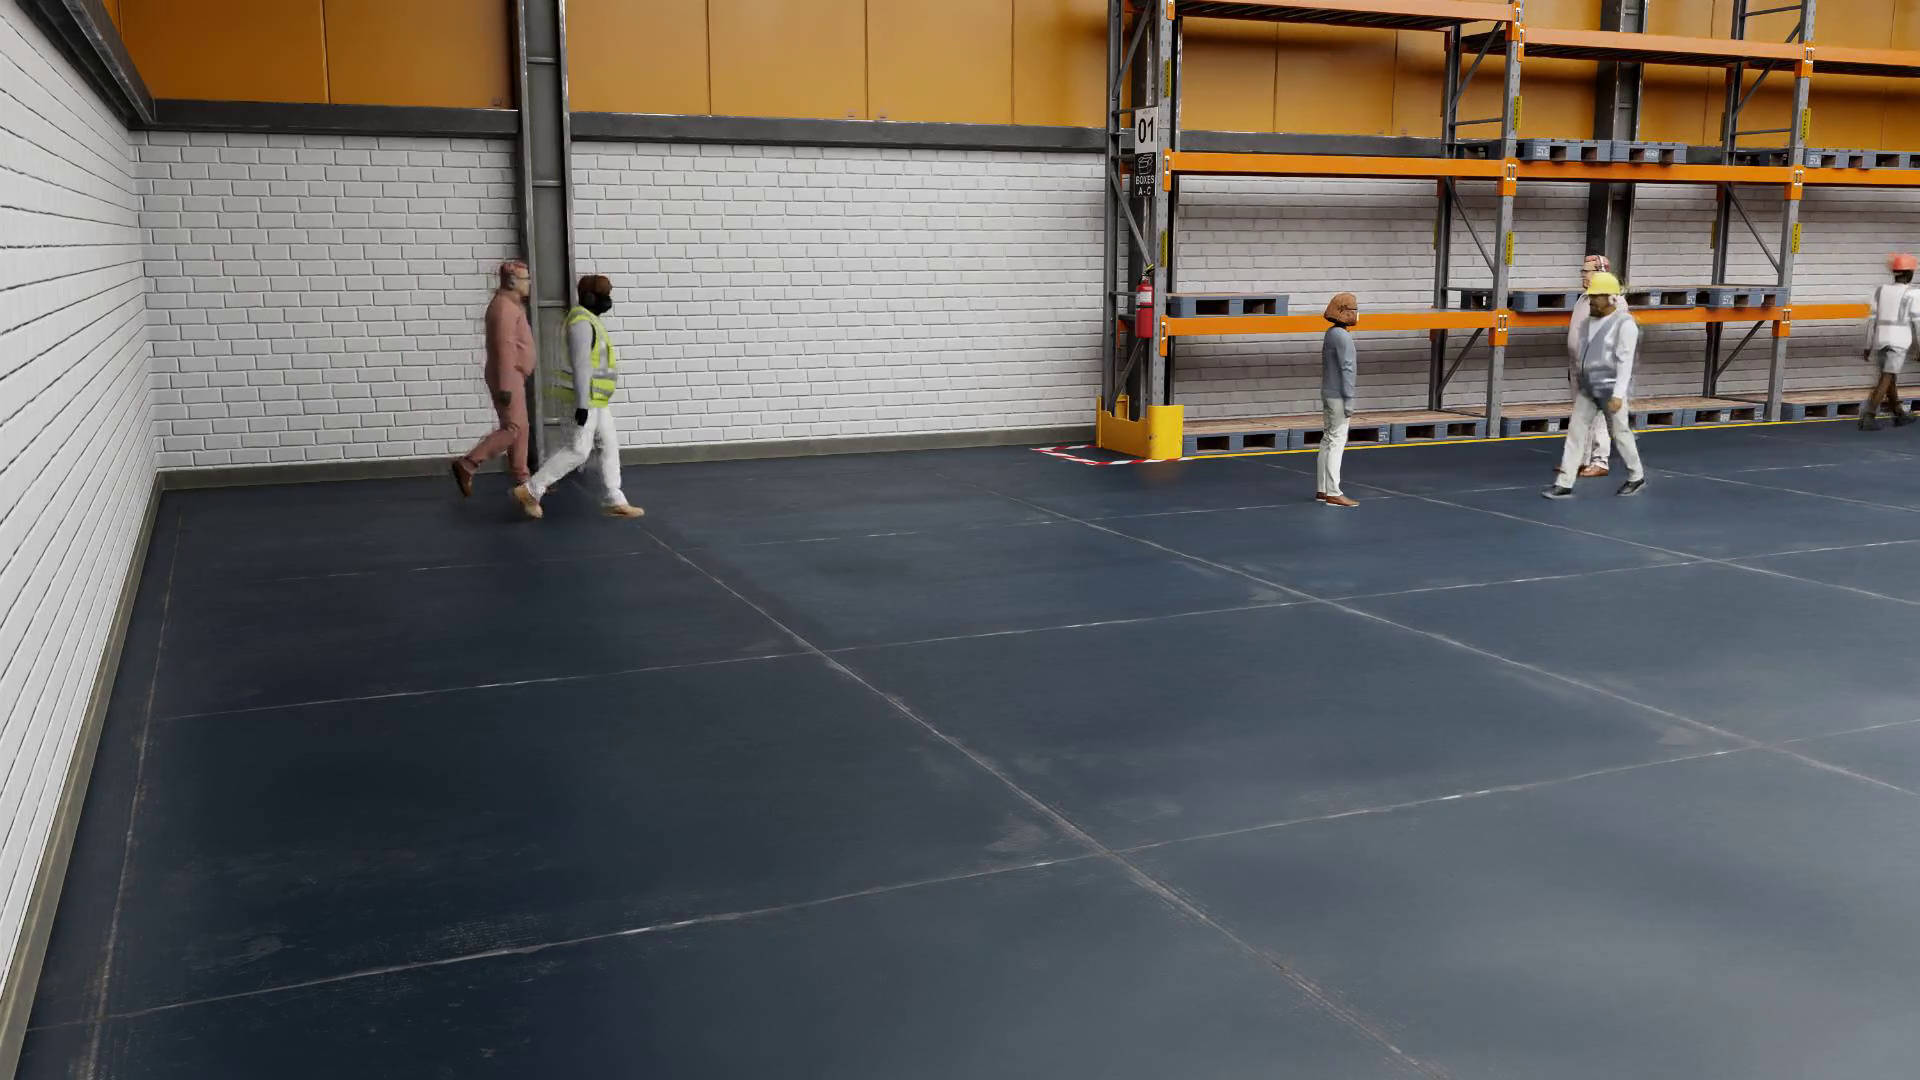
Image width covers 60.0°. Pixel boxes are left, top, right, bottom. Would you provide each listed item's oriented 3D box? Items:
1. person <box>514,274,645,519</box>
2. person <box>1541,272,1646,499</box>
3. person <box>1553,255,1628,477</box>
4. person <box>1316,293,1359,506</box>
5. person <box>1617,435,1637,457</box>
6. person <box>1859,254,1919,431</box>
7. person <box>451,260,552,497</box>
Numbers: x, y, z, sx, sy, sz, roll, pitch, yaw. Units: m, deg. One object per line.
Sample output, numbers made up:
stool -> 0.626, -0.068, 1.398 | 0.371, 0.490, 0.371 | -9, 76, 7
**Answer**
person -> -2.787, -1.025, 12.062 | 0.838, 1.805, 0.661 | -1, 10, -5
person -> 5.088, -1.206, 13.086 | 0.921, 1.791, 0.602 | -4, 11, -22
person -> 5.450, -1.500, 14.392 | 0.408, 1.906, 0.654 | -2, 10, -10
person -> 2.923, -1.081, 12.818 | 0.276, 1.633, 0.507 | -1, 10, -4
person -> 5.974, -1.558, 15.383 | 0.790, 1.666, 0.536 | -3, 11, -15
person -> 10.084, -2.125, 17.925 | 1.003, 1.891, 0.561 | -4, 11, -24
person -> -3.627, -1.245, 13.046 | 0.694, 1.887, 0.652 | -3, 11, -18
